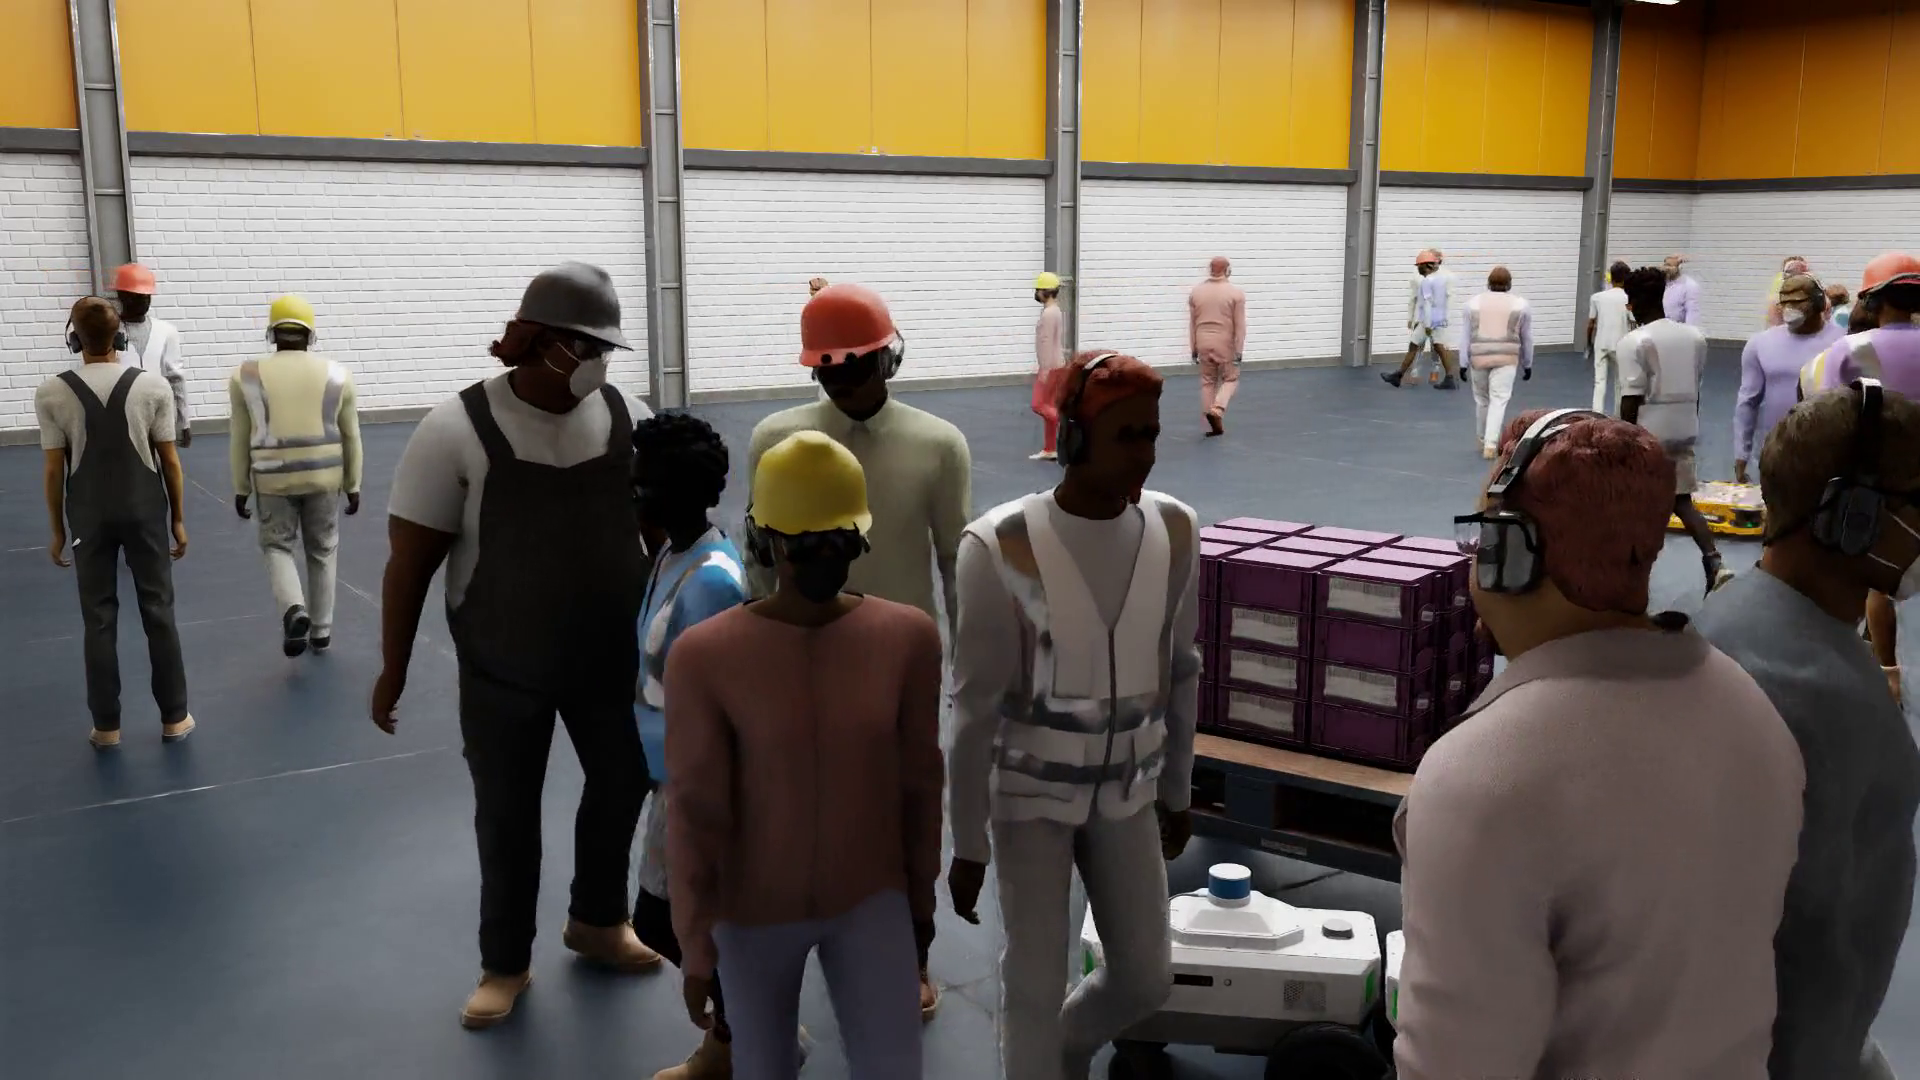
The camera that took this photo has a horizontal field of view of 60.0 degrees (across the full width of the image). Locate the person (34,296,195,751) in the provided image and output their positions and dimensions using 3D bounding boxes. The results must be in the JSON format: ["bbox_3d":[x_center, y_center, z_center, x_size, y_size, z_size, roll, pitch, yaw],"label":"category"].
[{"bbox_3d":[-3.419,-0.061,6.752,0.504,1.843,0.345,-5,11,-26],"label":"person"}]

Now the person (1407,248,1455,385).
[{"bbox_3d":[6.562,-3.108,23.249,0.642,1.916,0.454,4,11,23],"label":"person"}]

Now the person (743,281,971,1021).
[{"bbox_3d":[-0.273,0.278,4.550,0.661,1.965,0.611,1,10,3],"label":"person"}]

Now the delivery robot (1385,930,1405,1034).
[{"bbox_3d":[1.338,1.073,3.807,0.707,0.478,0.477,2,11,13],"label":"delivery robot"}]

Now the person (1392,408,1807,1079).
[{"bbox_3d":[0.727,0.794,1.960,0.657,1.882,0.438,-9,14,-40],"label":"person"}]

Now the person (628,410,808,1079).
[{"bbox_3d":[-0.617,0.538,3.898,0.360,1.687,0.543,-2,11,-12],"label":"person"}]

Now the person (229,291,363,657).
[{"bbox_3d":[-3.221,-0.298,8.119,0.606,1.811,0.565,-5,11,-25],"label":"person"}]

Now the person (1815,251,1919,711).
[{"bbox_3d":[4.105,-0.280,7.501,0.620,2.001,0.837,-1,10,-3],"label":"person"}]

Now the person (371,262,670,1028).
[{"bbox_3d":[-1.118,0.270,4.393,0.844,2.000,0.535,-6,12,-31],"label":"person"}]

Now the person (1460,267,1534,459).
[{"bbox_3d":[5.090,-1.680,15.778,0.649,1.788,0.979,5,11,24],"label":"person"}]

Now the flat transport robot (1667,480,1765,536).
[{"bbox_3d":[5.592,-0.246,12.075,0.652,0.197,1.431,8,13,36],"label":"flat transport robot"}]

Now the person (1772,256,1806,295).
[{"bbox_3d":[11.546,-3.096,23.478,0.763,1.814,0.626,2,11,11],"label":"person"}]

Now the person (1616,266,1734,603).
[{"bbox_3d":[4.018,-0.584,9.438,0.644,1.921,0.925,-3,11,-17],"label":"person"}]

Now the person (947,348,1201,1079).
[{"bbox_3d":[0.210,0.532,3.456,0.629,1.865,0.469,-4,11,-23],"label":"person"}]

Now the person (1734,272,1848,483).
[{"bbox_3d":[4.400,-0.455,8.803,0.635,1.882,1.022,9,14,41],"label":"person"}]

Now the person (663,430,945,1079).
[{"bbox_3d":[-0.242,0.688,2.918,0.531,1.744,0.742,-3,11,-16],"label":"person"}]

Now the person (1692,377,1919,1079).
[{"bbox_3d":[1.059,0.715,2.328,0.935,1.902,0.642,5,11,24],"label":"person"}]

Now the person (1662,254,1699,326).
[{"bbox_3d":[8.550,-2.515,20.141,0.936,1.860,0.670,-8,13,-38],"label":"person"}]

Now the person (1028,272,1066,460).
[{"bbox_3d":[0.866,-1.594,15.391,0.468,1.759,0.535,2,11,10],"label":"person"}]

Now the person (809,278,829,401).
[{"bbox_3d":[-1.513,-2.064,18.316,0.316,1.629,0.509,-4,11,-19],"label":"person"}]

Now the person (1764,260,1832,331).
[{"bbox_3d":[8.109,-1.763,16.052,0.663,1.860,0.923,-2,11,-11],"label":"person"}]

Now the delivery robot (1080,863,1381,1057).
[{"bbox_3d":[0.647,1.031,4.041,0.707,0.478,0.477,2,11,9],"label":"delivery robot"}]

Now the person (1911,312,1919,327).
[{"bbox_3d":[6.266,-0.758,10.897,0.481,1.731,0.403,3,11,14],"label":"person"}]

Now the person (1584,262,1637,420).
[{"bbox_3d":[6.657,-1.923,17.030,0.553,1.811,0.963,6,12,30],"label":"person"}]

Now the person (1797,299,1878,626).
[{"bbox_3d":[4.158,-0.228,7.752,0.481,1.813,0.664,-5,11,-24],"label":"person"}]

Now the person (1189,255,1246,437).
[{"bbox_3d":[2.645,-1.991,17.194,0.647,1.896,0.527,7,12,34],"label":"person"}]

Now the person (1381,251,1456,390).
[{"bbox_3d":[6.368,-3.003,22.785,1.041,1.867,0.541,8,13,38],"label":"person"}]

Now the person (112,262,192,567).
[{"bbox_3d":[-5.094,-0.756,10.349,0.442,1.915,0.570,10,14,43],"label":"person"}]

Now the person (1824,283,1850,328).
[{"bbox_3d":[9.215,-1.859,17.272,0.787,1.609,0.527,4,11,19],"label":"person"}]
